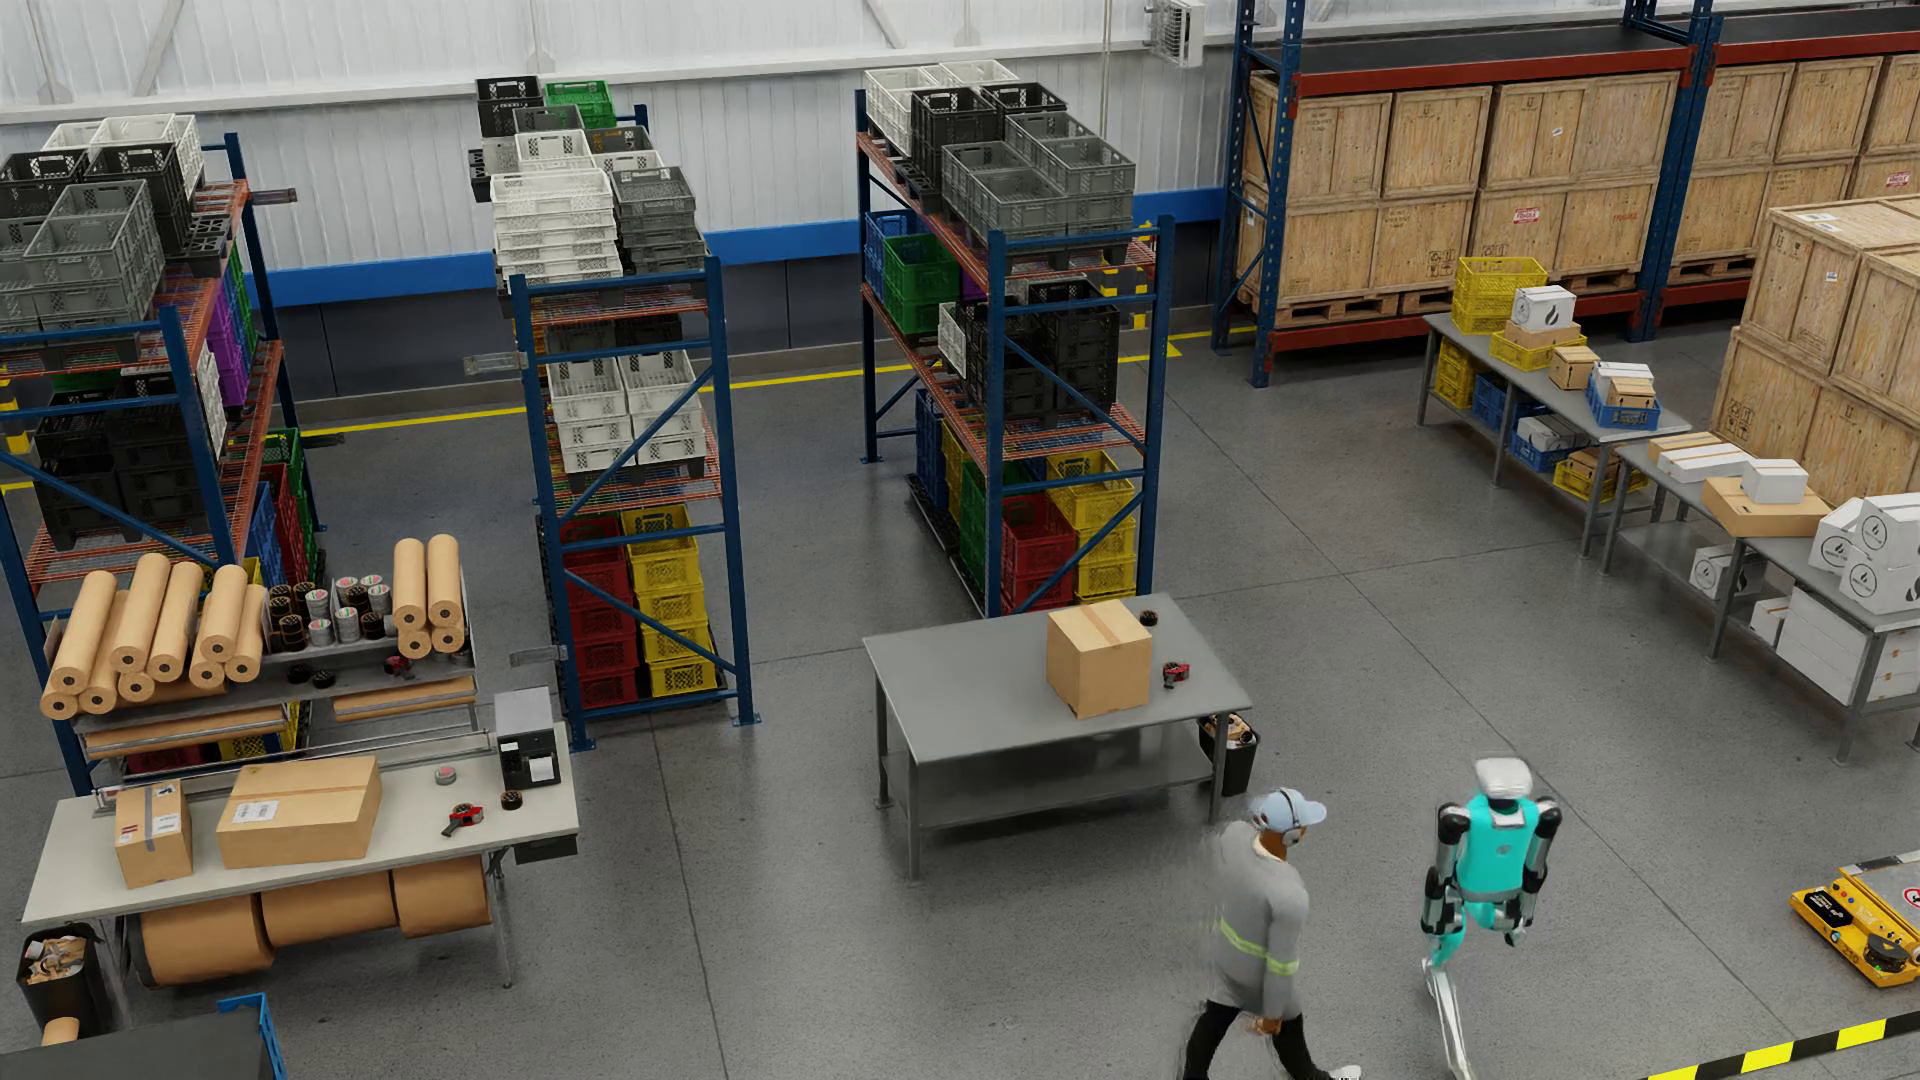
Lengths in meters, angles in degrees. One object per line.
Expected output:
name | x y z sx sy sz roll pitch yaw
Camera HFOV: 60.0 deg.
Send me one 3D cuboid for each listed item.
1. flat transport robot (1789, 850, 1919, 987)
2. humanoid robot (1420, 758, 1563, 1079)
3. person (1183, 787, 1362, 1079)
flat transport robot | 5.163 1.916 8.676 1.431 0.231 0.659 -8 30 -14
humanoid robot | 2.332 1.629 7.709 0.542 1.742 1.048 -2 29 -3
person | 1.384 1.804 7.279 0.877 1.814 0.615 -13 31 -22
